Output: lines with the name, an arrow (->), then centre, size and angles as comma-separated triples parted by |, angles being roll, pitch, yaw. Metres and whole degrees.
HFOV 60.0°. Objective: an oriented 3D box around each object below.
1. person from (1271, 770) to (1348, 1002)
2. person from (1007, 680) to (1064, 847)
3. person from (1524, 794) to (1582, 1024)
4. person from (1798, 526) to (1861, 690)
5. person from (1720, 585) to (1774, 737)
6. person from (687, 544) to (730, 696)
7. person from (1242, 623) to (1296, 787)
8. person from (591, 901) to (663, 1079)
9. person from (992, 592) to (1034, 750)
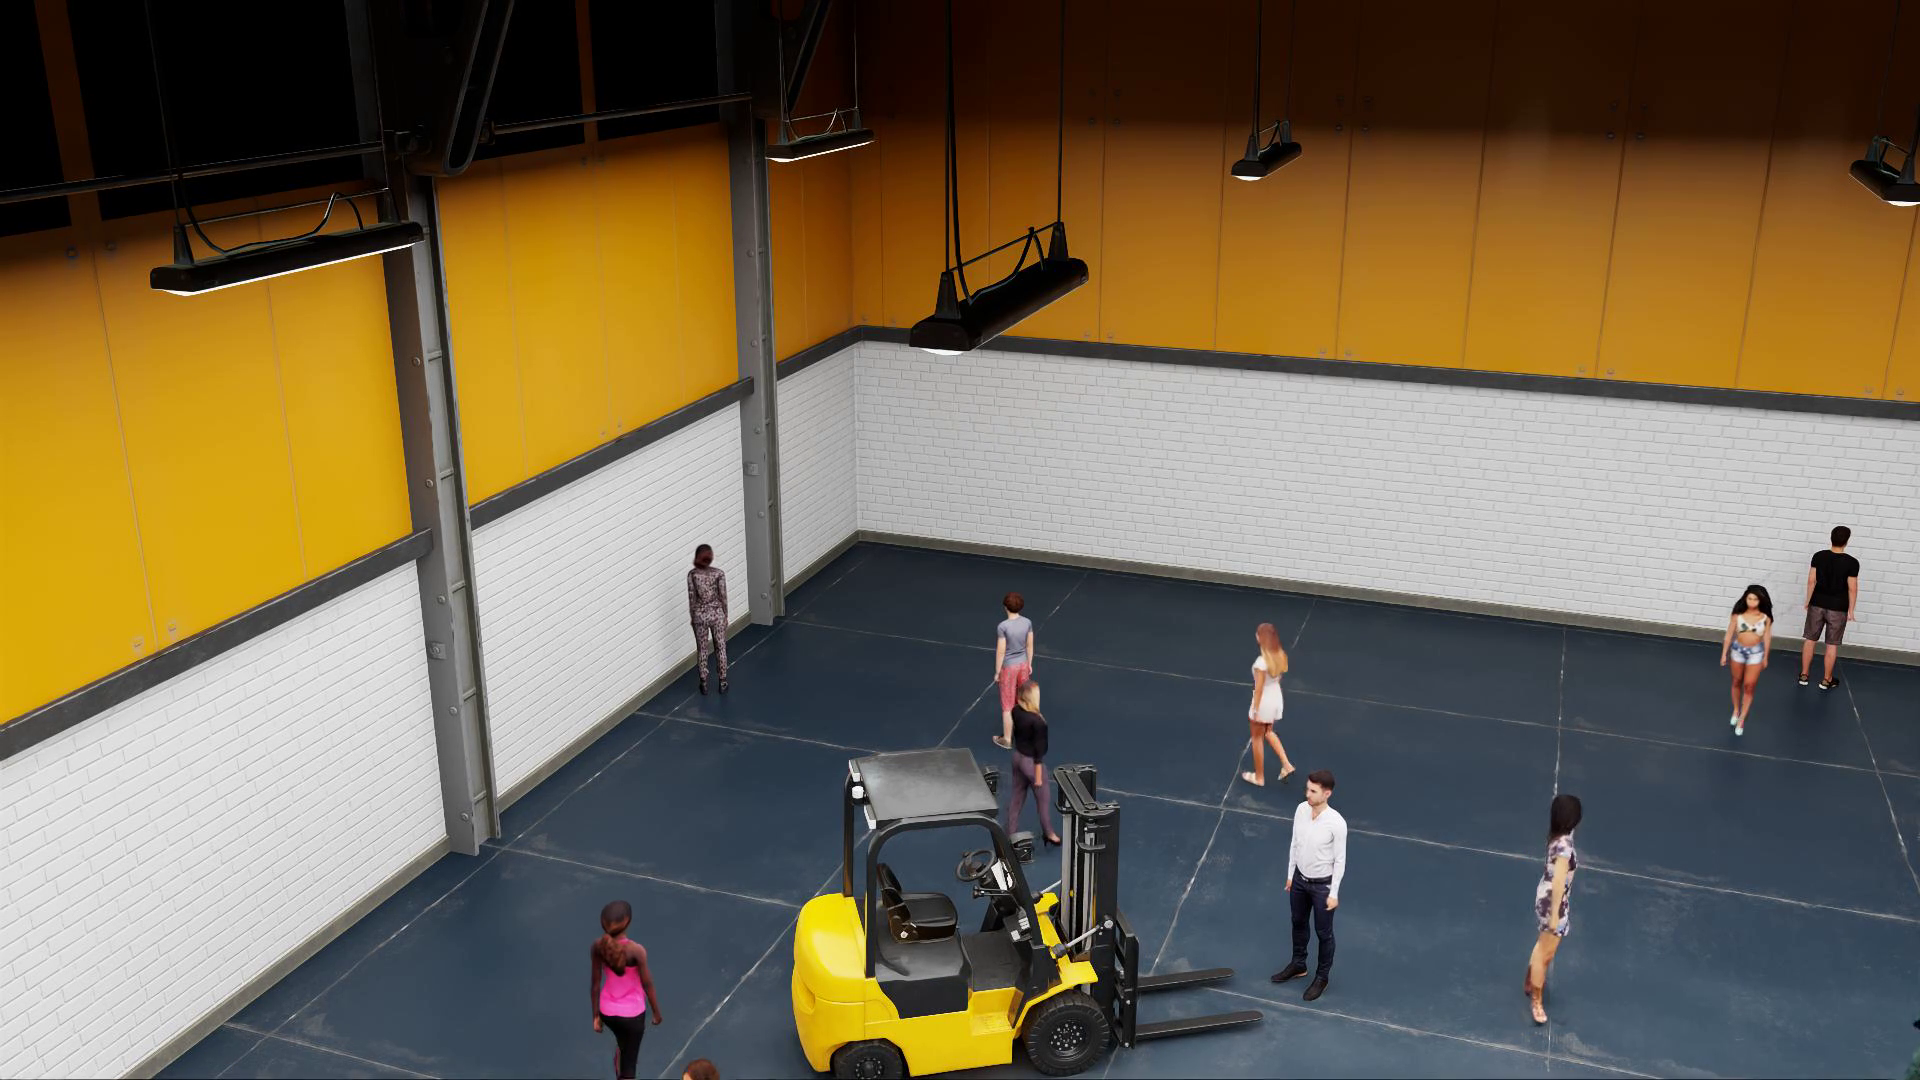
person -> 2.731, 2.605, 12.752 | 0.732, 1.868, 0.712 | -14, 23, -36
person -> 0.546, 2.048, 14.733 | 0.905, 1.658, 0.823 | -13, 22, -33
person -> 4.438, 2.767, 12.506 | 0.804, 1.718, 0.453 | 10, 21, 28
person -> 9.571, 0.726, 18.342 | 0.745, 1.861, 0.712 | 15, 24, 38
person -> 8.210, 1.203, 17.327 | 0.696, 1.604, 0.836 | 12, 22, 31
person -> -2.752, 0.856, 18.185 | 0.664, 1.715, 0.682 | -2, 19, -5
person -> 3.019, 1.617, 15.977 | 0.820, 1.682, 0.827 | -17, 25, -40
person -> -2.300, 3.231, 11.142 | 0.555, 1.710, 0.602 | 6, 20, 18
person -> 0.552, 1.316, 16.920 | 0.653, 1.651, 0.718 | -9, 21, -25
